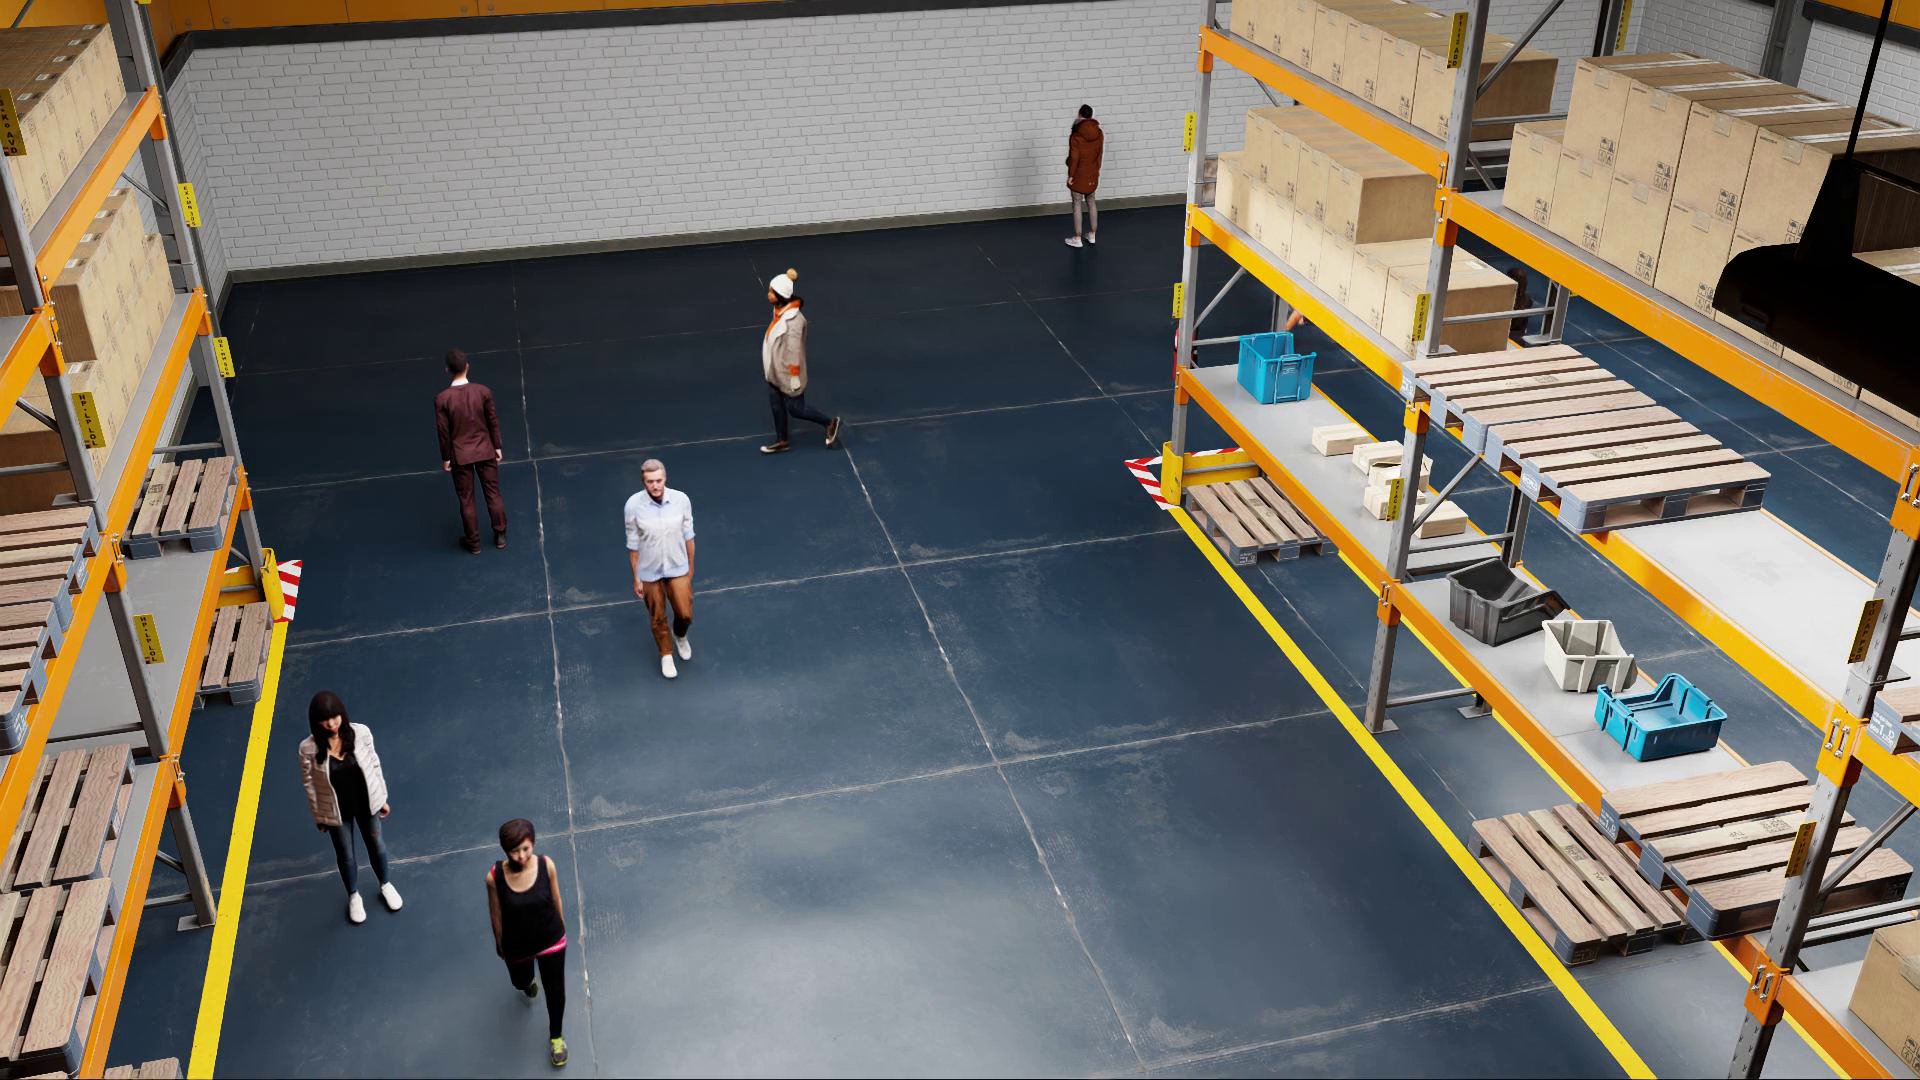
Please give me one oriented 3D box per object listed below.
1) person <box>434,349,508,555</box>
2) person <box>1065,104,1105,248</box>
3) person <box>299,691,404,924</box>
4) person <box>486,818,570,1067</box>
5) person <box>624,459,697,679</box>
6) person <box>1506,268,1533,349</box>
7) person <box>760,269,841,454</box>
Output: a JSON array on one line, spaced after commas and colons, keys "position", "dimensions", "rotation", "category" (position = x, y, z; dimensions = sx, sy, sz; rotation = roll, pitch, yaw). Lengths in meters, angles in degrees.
[{"position": [-4.212, -0.761, 14.357], "dimensions": [0.736, 1.865, 0.681], "rotation": [-15, 32, -25], "category": "person"}, {"position": [1.618, -4.760, 21.718], "dimensions": [0.812, 1.837, 0.823], "rotation": [-19, 34, -31], "category": "person"}, {"position": [-3.759, 1.613, 10.244], "dimensions": [0.669, 1.637, 0.640], "rotation": [-16, 33, -27], "category": "person"}, {"position": [-2.409, 2.175, 9.322], "dimensions": [0.583, 1.532, 0.930], "rotation": [-10, 30, -17], "category": "person"}, {"position": [-2.285, 0.178, 12.690], "dimensions": [0.681, 1.814, 0.682], "rotation": [-9, 30, -15], "category": "person"}, {"position": [5.580, -1.919, 16.723], "dimensions": [0.641, 1.631, 0.784], "rotation": [-12, 31, -21], "category": "person"}, {"position": [-1.572, -1.703, 16.080], "dimensions": [0.861, 1.868, 1.003], "rotation": [-12, 31, -21], "category": "person"}]
